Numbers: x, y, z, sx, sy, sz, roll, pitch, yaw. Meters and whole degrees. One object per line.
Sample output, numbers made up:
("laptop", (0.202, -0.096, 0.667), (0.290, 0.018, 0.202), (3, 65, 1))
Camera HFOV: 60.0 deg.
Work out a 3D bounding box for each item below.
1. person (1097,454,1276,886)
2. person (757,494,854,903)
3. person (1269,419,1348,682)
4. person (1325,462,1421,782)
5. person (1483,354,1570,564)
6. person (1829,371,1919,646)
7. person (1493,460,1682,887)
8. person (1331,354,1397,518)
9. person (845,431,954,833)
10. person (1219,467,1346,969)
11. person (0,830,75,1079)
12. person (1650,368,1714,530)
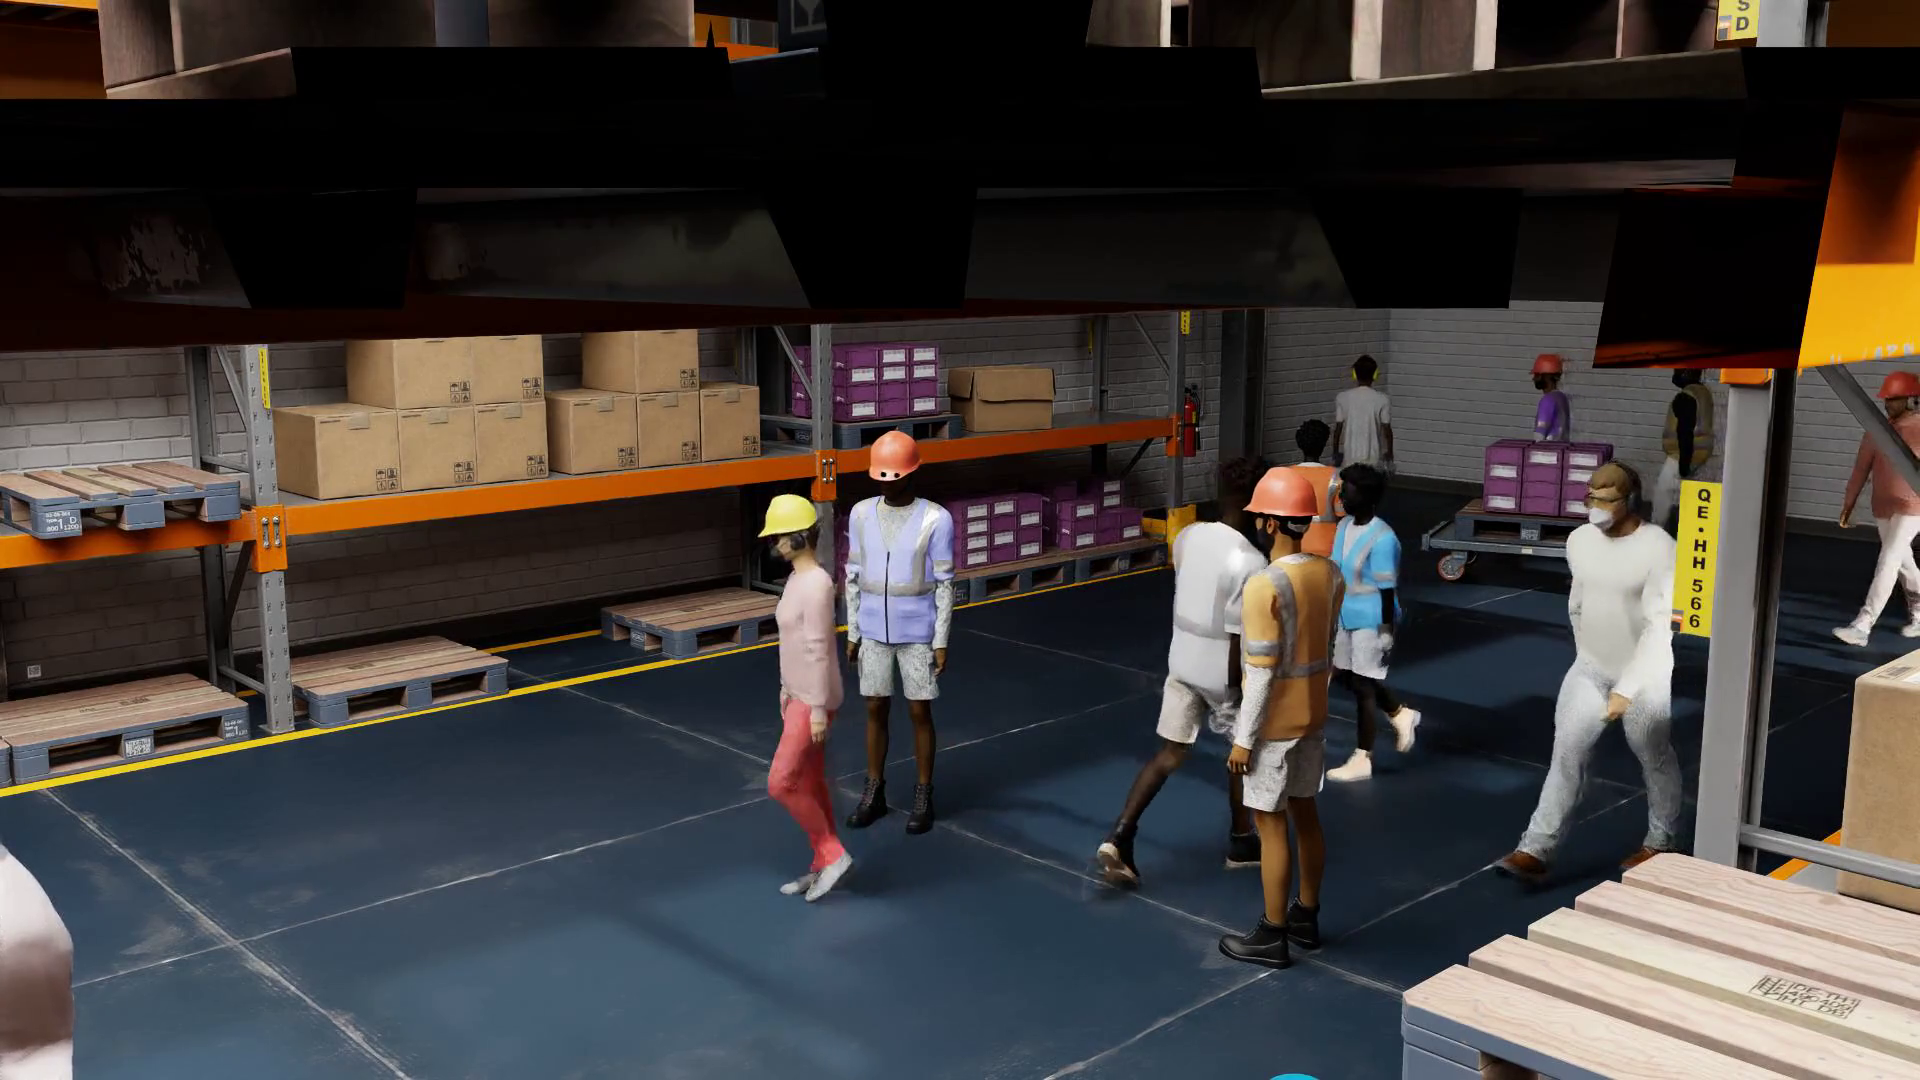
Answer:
("person", (1.043, 0.571, 7.177), (0.968, 1.915, 0.622), (-7, 12, -34))
("person", (-0.667, 0.676, 7.026), (0.385, 1.744, 0.539), (-3, 10, -15))
("person", (2.251, 0.072, 10.719), (0.535, 1.697, 0.322), (3, 10, 17))
("person", (2.200, 0.421, 8.713), (0.553, 1.683, 0.548), (-3, 10, -17))
("person", (5.278, -0.716, 14.844), (1.039, 1.883, 0.544), (4, 11, 24))
("person", (6.643, -0.227, 11.792), (1.074, 1.938, 0.613), (-3, 10, -19))
("person", (2.788, 0.594, 7.139), (1.099, 1.872, 0.621), (-6, 11, -32))
("person", (3.647, -0.740, 14.990), (0.549, 1.862, 0.421), (5, 11, 27))
("person", (-0.301, 0.438, 7.906), (0.542, 1.929, 0.368), (3, 10, 18))
("person", (1.229, 0.684, 6.430), (0.360, 1.939, 0.543), (9, 13, 44))
("person", (-1.946, 1.253, 3.195), (0.636, 1.911, 0.406), (8, 13, 39))
("person", (6.578, -0.770, 15.304), (0.796, 1.813, 0.655), (9, 13, 41))
